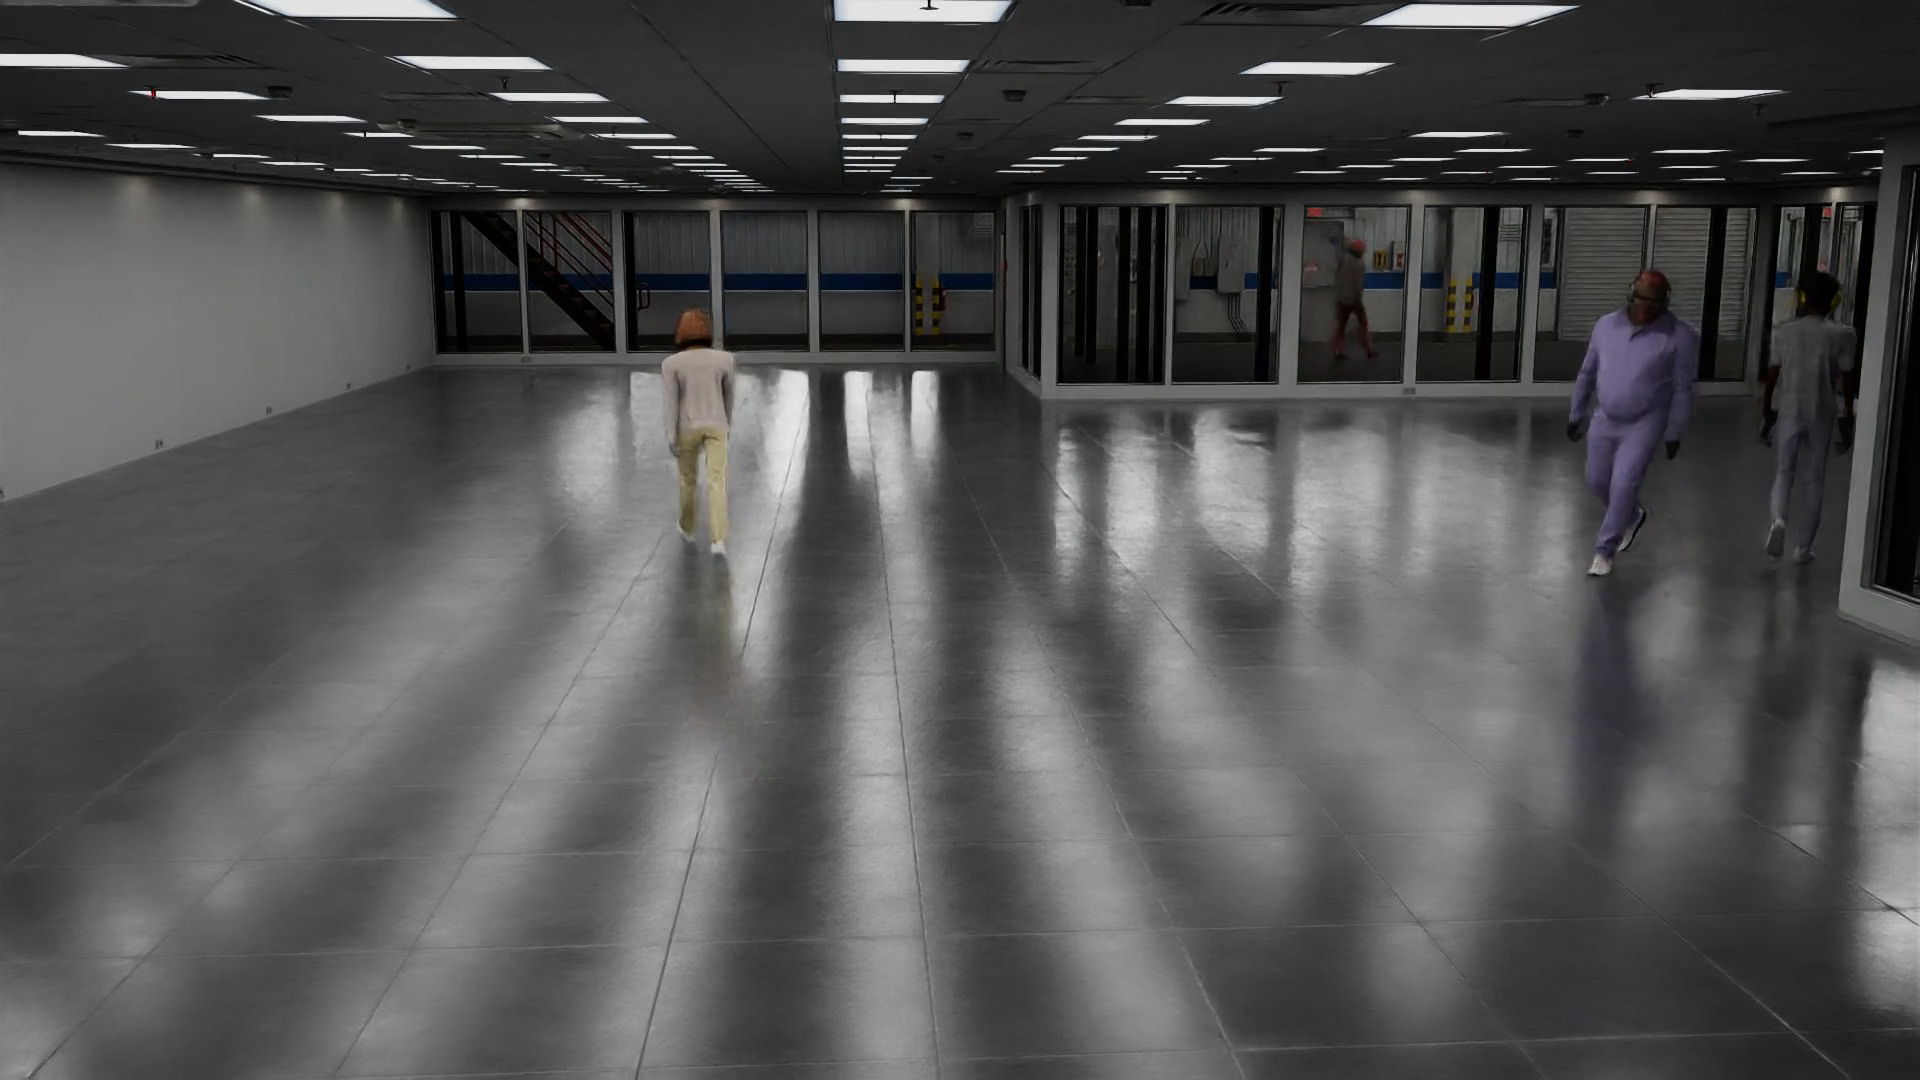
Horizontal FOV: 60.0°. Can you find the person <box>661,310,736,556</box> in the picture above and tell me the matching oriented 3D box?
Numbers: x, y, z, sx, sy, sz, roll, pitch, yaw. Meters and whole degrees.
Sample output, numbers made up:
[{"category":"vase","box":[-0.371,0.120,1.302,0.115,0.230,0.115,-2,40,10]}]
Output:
[{"category":"person","box":[-1.695,-0.703,10.863,0.491,1.579,0.888,-3,11,-16]}]

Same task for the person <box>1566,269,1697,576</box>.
[{"category":"person","box":[4.143,-0.730,10.230,0.740,1.868,0.725,-10,14,-43]}]

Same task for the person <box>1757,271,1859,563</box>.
[{"category":"person","box":[5.294,-0.750,10.393,0.552,1.847,0.486,7,13,34]}]
